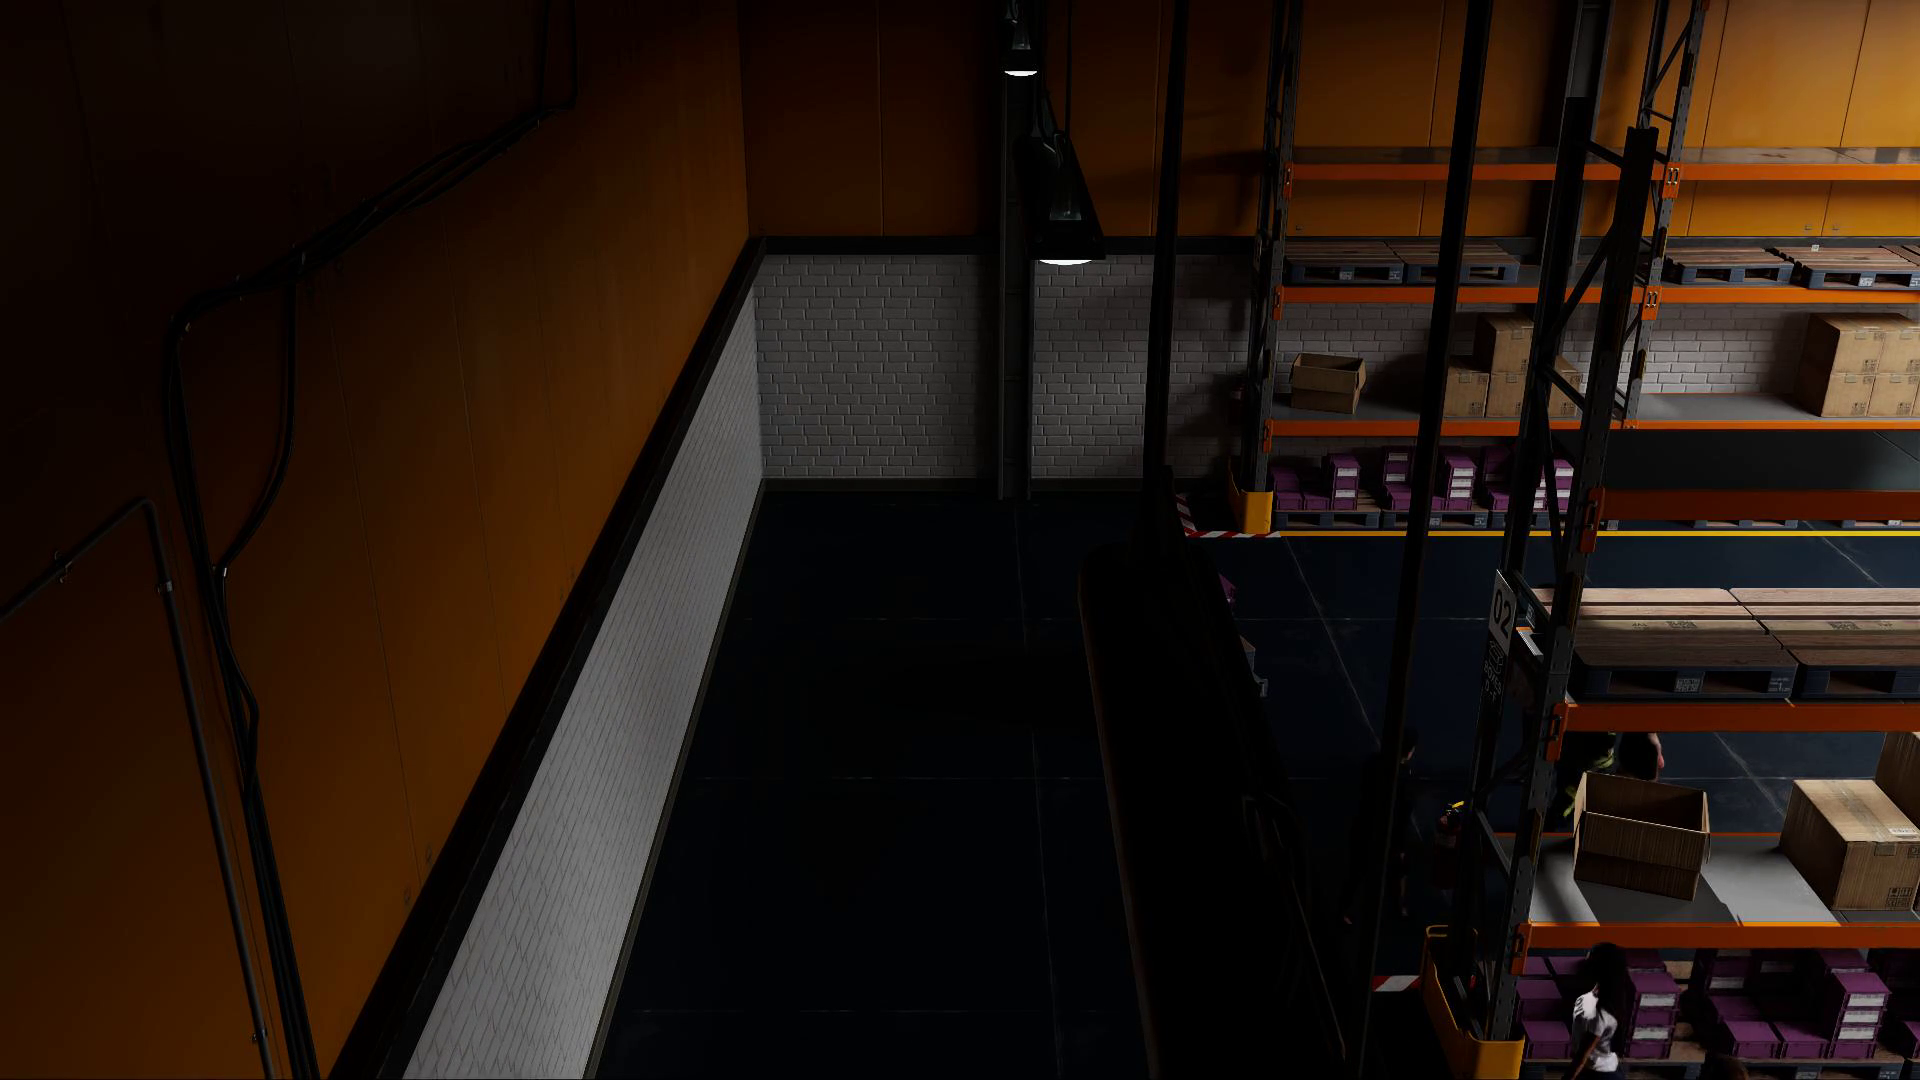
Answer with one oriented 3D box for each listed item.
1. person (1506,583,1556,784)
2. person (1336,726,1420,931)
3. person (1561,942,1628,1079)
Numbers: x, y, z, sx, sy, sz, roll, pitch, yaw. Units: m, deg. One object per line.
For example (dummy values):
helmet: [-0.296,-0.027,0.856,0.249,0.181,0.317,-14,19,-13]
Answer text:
person: [4.711,1.164,13.597,0.614,1.774,0.634,0,24,1]
person: [2.874,2.100,11.638,1.067,1.628,0.963,-12,26,-26]
person: [3.652,3.053,9.326,1.189,1.735,0.873,8,25,17]
